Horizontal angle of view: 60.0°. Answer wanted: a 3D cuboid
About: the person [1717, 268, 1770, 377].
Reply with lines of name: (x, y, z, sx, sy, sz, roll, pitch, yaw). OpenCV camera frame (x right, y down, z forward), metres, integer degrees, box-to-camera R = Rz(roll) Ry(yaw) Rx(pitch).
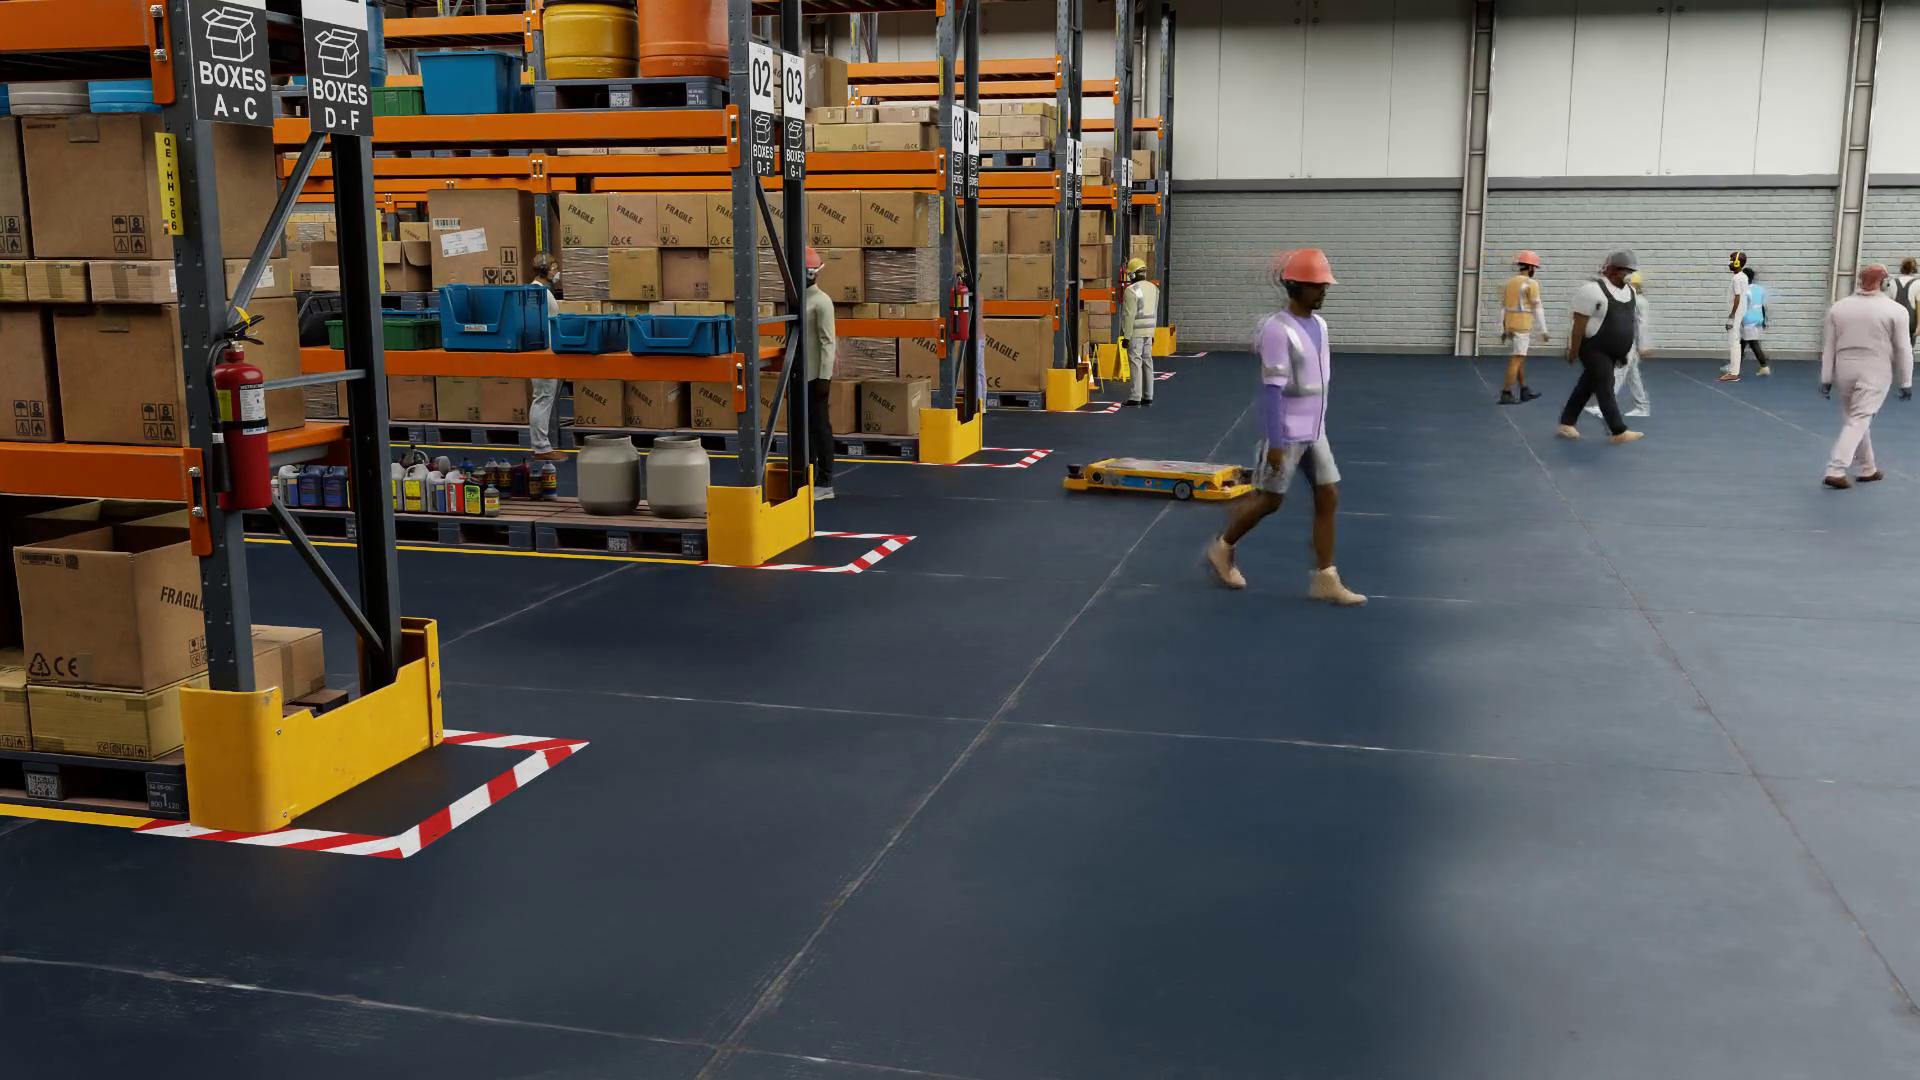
person: (11.876, -3.268, 24.980, 0.587, 1.625, 0.920, -7, 12, -32)

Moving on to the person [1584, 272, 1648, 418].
person: (7.613, -2.247, 19.153, 0.872, 1.695, 0.497, -1, 10, -5)

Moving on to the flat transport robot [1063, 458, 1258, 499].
flat transport robot: (1.622, -0.510, 13.466, 1.431, 0.197, 0.652, 6, 12, 28)

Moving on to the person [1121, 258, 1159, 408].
person: (2.172, -2.520, 20.312, 0.403, 1.818, 0.599, 9, 14, 42)

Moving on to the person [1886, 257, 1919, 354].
person: (13.040, -3.011, 23.065, 0.808, 1.822, 0.515, -9, 14, -42)

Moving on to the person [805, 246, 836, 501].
person: (-1.199, -1.309, 13.114, 0.383, 1.996, 0.609, -6, 12, -31)

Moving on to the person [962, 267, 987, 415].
person: (0.132, -2.304, 19.264, 0.331, 1.768, 0.526, 3, 11, 17)

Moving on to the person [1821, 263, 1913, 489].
person: (7.510, -1.352, 13.775, 1.024, 1.857, 0.653, -7, 12, -32)

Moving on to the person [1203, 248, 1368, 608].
person: (1.845, -0.645, 9.425, 0.994, 2.008, 0.621, 9, 14, 42)

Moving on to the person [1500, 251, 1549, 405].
person: (7.066, -2.641, 20.768, 0.710, 1.910, 0.560, -3, 11, -18)

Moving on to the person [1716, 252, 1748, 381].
person: (11.256, -3.246, 24.199, 0.328, 1.872, 0.515, 6, 12, 32)

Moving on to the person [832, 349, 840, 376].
person: (-1.574, -2.053, 17.663, 1.031, 1.844, 0.641, 6, 12, 30)

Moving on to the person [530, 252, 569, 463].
person: (-3.837, -1.675, 15.343, 0.369, 1.932, 0.622, -3, 11, -14)

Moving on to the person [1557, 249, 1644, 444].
person: (6.524, -2.014, 16.897, 0.688, 2.000, 1.049, -7, 12, -34)
